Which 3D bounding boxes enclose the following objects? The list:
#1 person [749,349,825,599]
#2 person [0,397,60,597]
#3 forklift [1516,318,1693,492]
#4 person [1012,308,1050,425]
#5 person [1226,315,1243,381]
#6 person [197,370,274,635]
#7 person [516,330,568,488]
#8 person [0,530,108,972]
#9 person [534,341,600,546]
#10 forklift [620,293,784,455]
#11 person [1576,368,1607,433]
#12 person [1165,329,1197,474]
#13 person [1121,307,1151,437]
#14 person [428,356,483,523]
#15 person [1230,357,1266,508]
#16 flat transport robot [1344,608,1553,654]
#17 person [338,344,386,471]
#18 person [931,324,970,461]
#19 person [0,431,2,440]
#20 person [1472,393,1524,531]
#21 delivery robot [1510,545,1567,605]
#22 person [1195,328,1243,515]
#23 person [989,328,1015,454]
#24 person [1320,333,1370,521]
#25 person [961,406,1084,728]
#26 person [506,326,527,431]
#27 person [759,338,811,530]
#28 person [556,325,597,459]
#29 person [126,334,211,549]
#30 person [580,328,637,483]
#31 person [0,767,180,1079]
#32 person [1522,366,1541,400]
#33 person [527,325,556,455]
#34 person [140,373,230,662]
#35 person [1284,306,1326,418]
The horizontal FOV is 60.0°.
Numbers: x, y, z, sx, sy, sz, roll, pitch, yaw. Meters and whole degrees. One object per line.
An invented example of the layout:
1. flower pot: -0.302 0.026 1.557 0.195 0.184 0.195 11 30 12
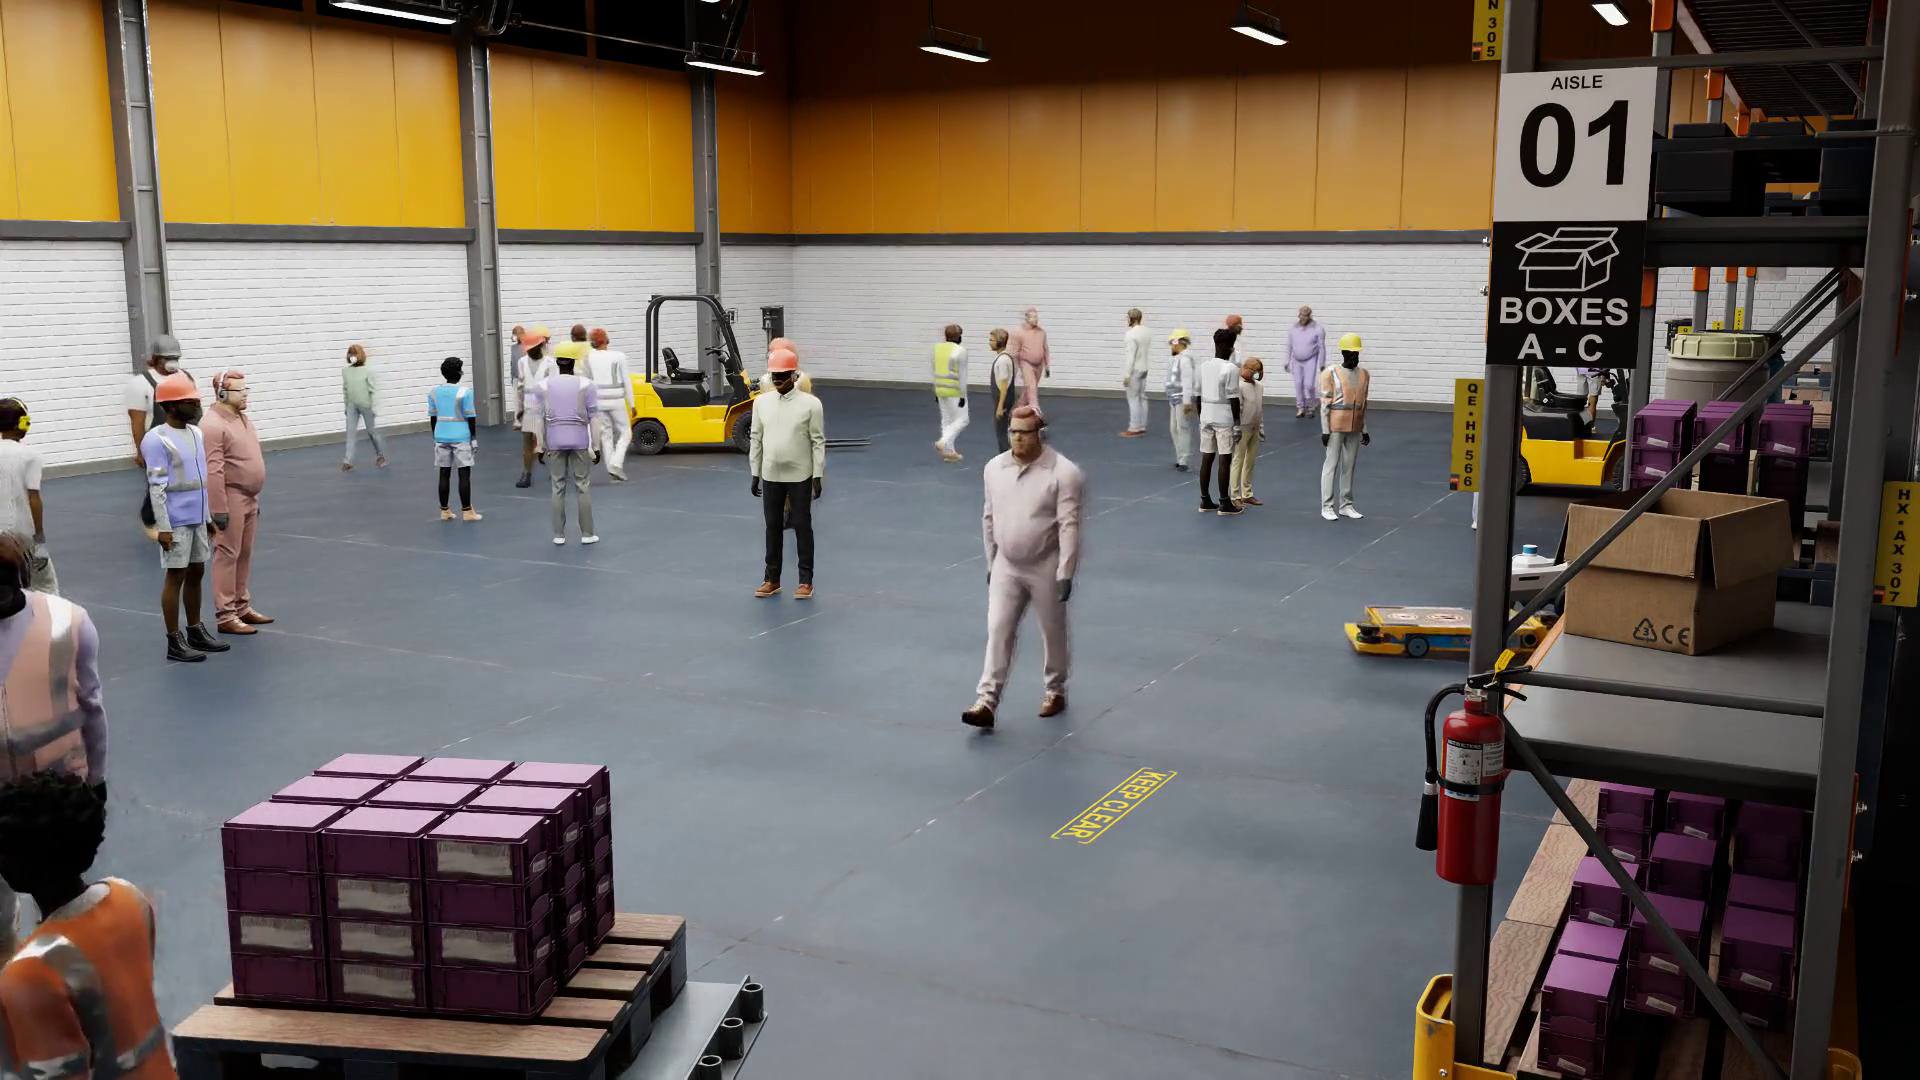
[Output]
1. person: -1.383 -0.522 13.229 0.622 1.993 0.384 3 10 15
2. person: -6.213 -0.024 10.913 0.535 1.815 0.992 1 10 5
3. forklift: 7.066 -1.601 18.899 2.313 2.155 1.214 5 11 27
4. person: 1.142 -2.808 26.865 0.654 1.866 0.971 -7 12 -35
5. person: 3.815 -2.219 23.382 0.369 1.882 0.578 6 11 30
6. person: -5.247 -0.280 12.083 0.400 1.907 0.644 0 10 -2
7. person: -5.004 -1.580 19.787 0.619 1.859 1.016 2 10 12
8. person: -3.384 0.832 5.941 0.627 1.812 0.830 -5 11 -28
9. person: -3.685 -0.908 15.660 0.594 1.924 0.383 -1 10 -6
10. forklift: -3.588 -2.317 23.042 2.313 2.155 1.214 -1 10 -5
11. person: 9.254 -2.460 24.339 0.390 2.034 0.605 -3 10 -19
12. person: 2.775 -1.735 20.881 0.405 1.789 0.691 0 10 1
13. person: 2.633 -2.499 24.839 0.355 1.937 0.637 6 12 33
14. person: -5.156 -1.017 16.959 0.537 1.695 0.320 3 10 18
15. person: 3.125 -1.167 18.006 0.498 1.633 0.279 -9 13 -43
16. flat transport robot: 3.445 0.628 11.558 1.431 0.197 0.652 1 10 4
17. person: -7.638 -1.697 21.189 0.517 1.599 0.773 2 10 12
18. person: -0.138 -1.923 21.843 0.518 1.829 0.628 -9 14 -44
19. person: -7.723 -0.386 13.182 0.497 1.739 0.334 3 10 19
20. person: 5.279 -0.957 16.409 0.524 1.769 0.309 4 11 24
21. delivery robot: 4.266 0.280 12.479 0.707 0.478 0.477 -3 10 -19
22. person: 2.739 -1.244 17.516 0.380 1.959 0.603 -7 12 -36
23. person: 0.502 -1.643 20.151 0.328 1.843 0.514 1 10 5
24. person: 3.980 -1.167 17.158 0.584 1.928 0.374 -4 11 -24
25. person: 0.363 0.170 9.608 0.671 1.859 0.985 5 11 25
26. person: -6.746 -2.492 25.778 0.517 1.627 0.597 7 12 34
27. person: -1.727 -1.035 16.428 0.555 1.922 0.452 5 11 26
28. person: -5.113 -2.007 22.493 0.692 1.769 1.025 -1 10 -3
29. person: -7.359 -0.931 15.467 0.813 2.000 0.686 8 13 40
30. person: -4.184 -1.583 19.785 0.640 1.864 0.467 1 10 6
31. person: -1.819 1.298 3.660 0.840 1.663 0.537 -1 10 -3
32. person: 7.262 -1.833 21.335 0.404 1.823 0.591 -1 10 -5
33. person: -5.680 -2.035 22.642 0.525 1.772 0.302 4 10 21
34. person: -5.239 -0.154 11.252 0.346 1.942 0.550 1 10 9
35. person: 5.719 -2.949 27.637 0.652 1.882 0.506 6 12 32
